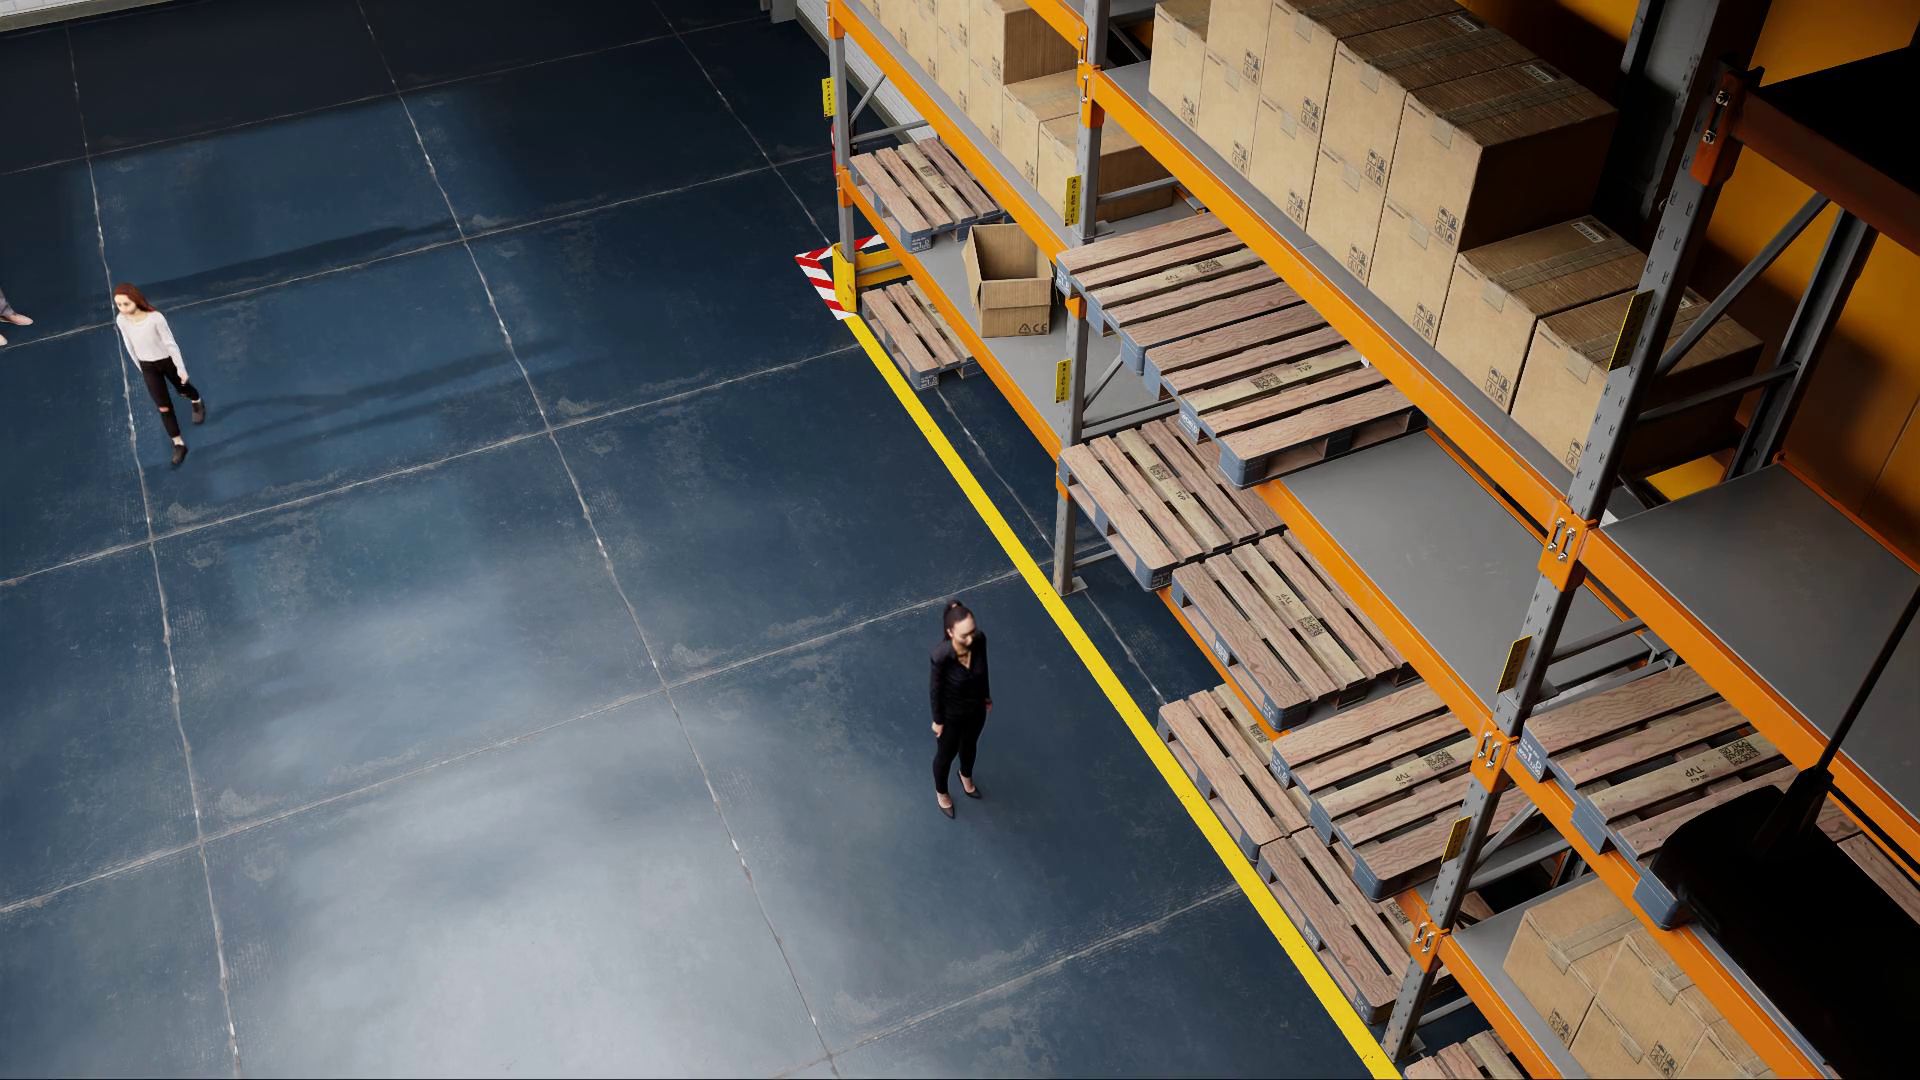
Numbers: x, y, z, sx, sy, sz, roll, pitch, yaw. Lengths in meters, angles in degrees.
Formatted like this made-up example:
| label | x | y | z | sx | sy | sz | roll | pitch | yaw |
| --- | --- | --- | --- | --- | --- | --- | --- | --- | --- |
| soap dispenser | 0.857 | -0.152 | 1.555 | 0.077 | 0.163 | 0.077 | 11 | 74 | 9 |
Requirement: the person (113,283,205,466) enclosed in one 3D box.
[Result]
| label | x | y | z | sx | sy | sz | roll | pitch | yaw |
| --- | --- | --- | --- | --- | --- | --- | --- | --- | --- |
| person | -6.063 | -1.372 | 12.677 | 0.735 | 1.458 | 1.032 | -6 | 44 | -6 |

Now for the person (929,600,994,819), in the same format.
| label | x | y | z | sx | sy | sz | roll | pitch | yaw |
| --- | --- | --- | --- | --- | --- | --- | --- | --- | --- |
| person | -0.002 | 1.023 | 9.979 | 0.620 | 1.711 | 0.562 | -28 | 50 | -27 |
